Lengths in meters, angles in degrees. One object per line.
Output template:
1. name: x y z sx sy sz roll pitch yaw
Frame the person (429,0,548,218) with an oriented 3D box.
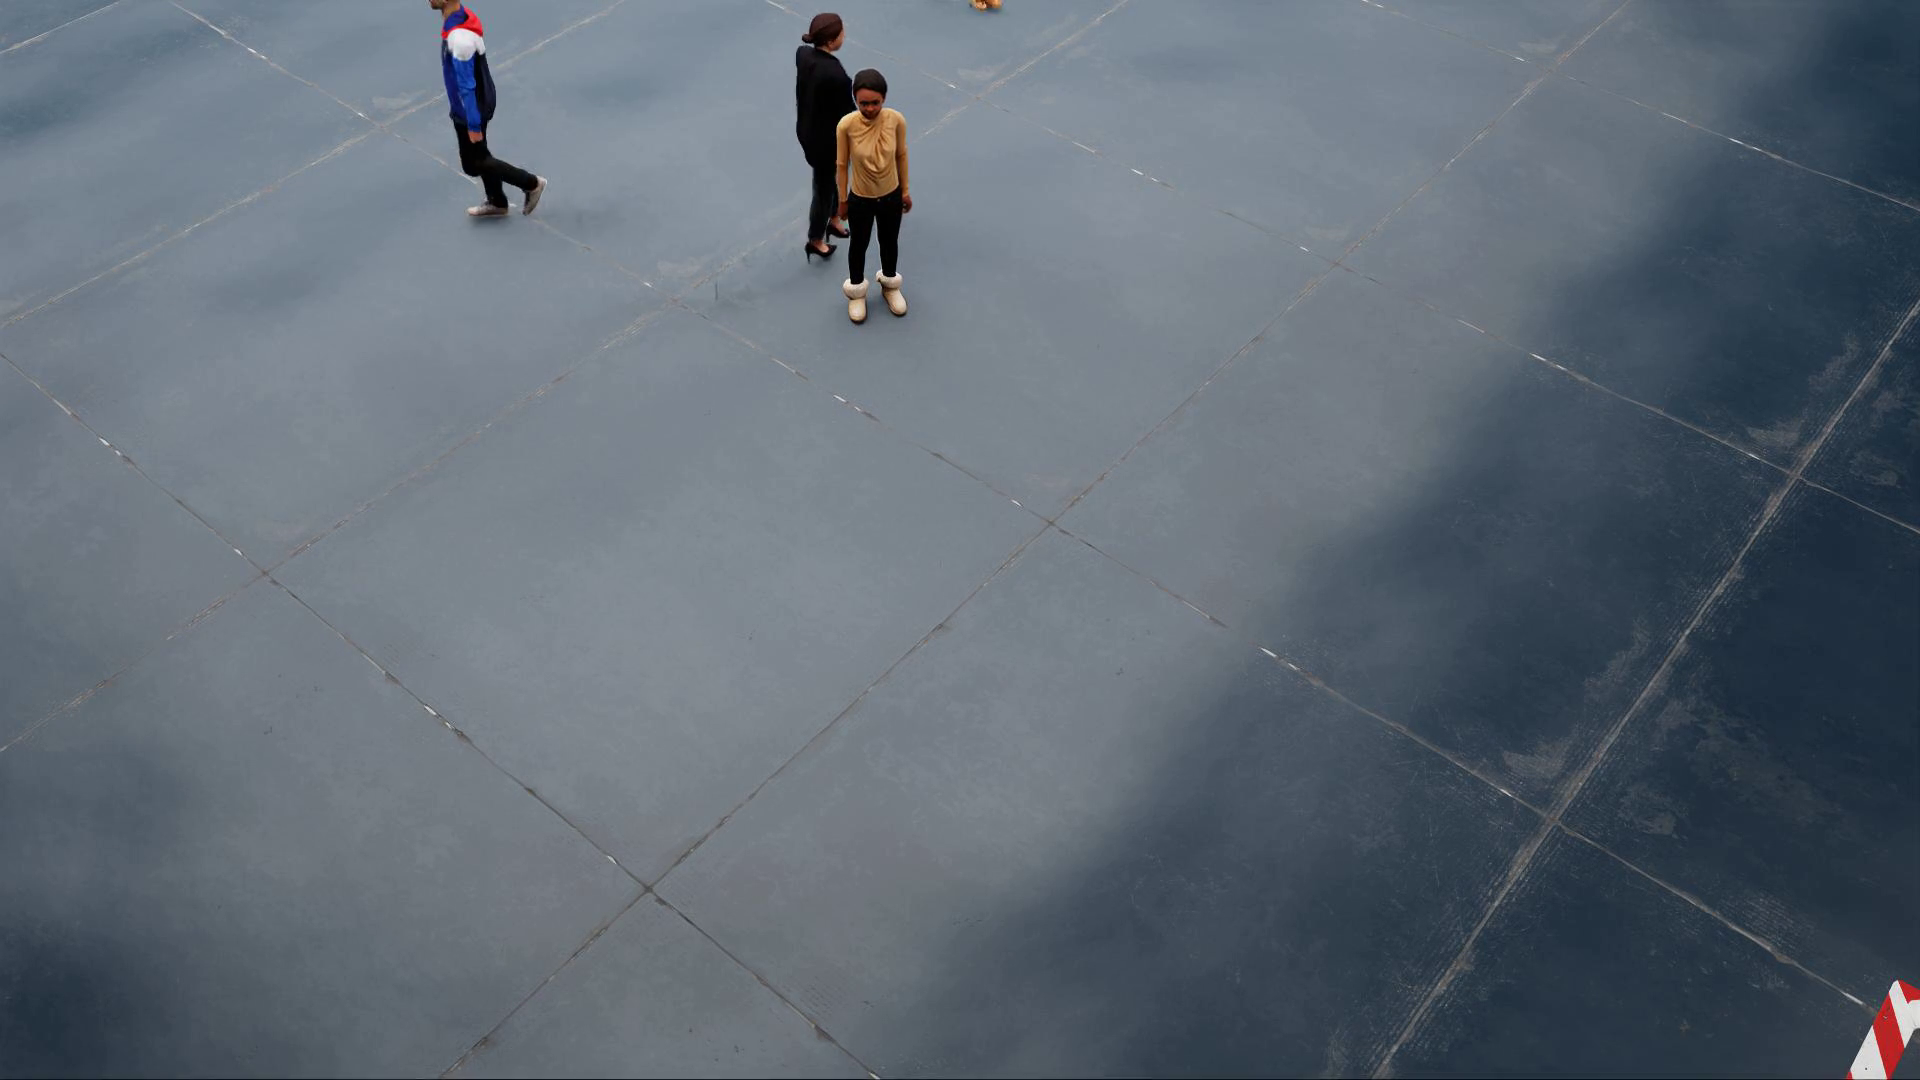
1. person: -2.966 -2.731 10.403 0.918 1.743 0.876 -11 48 -10

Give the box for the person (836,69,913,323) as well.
1. person: -0.509 -2.042 9.823 0.689 1.659 0.719 -11 48 -10

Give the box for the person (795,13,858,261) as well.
1. person: -0.893 -2.378 10.107 0.777 1.699 0.657 -31 54 -25
